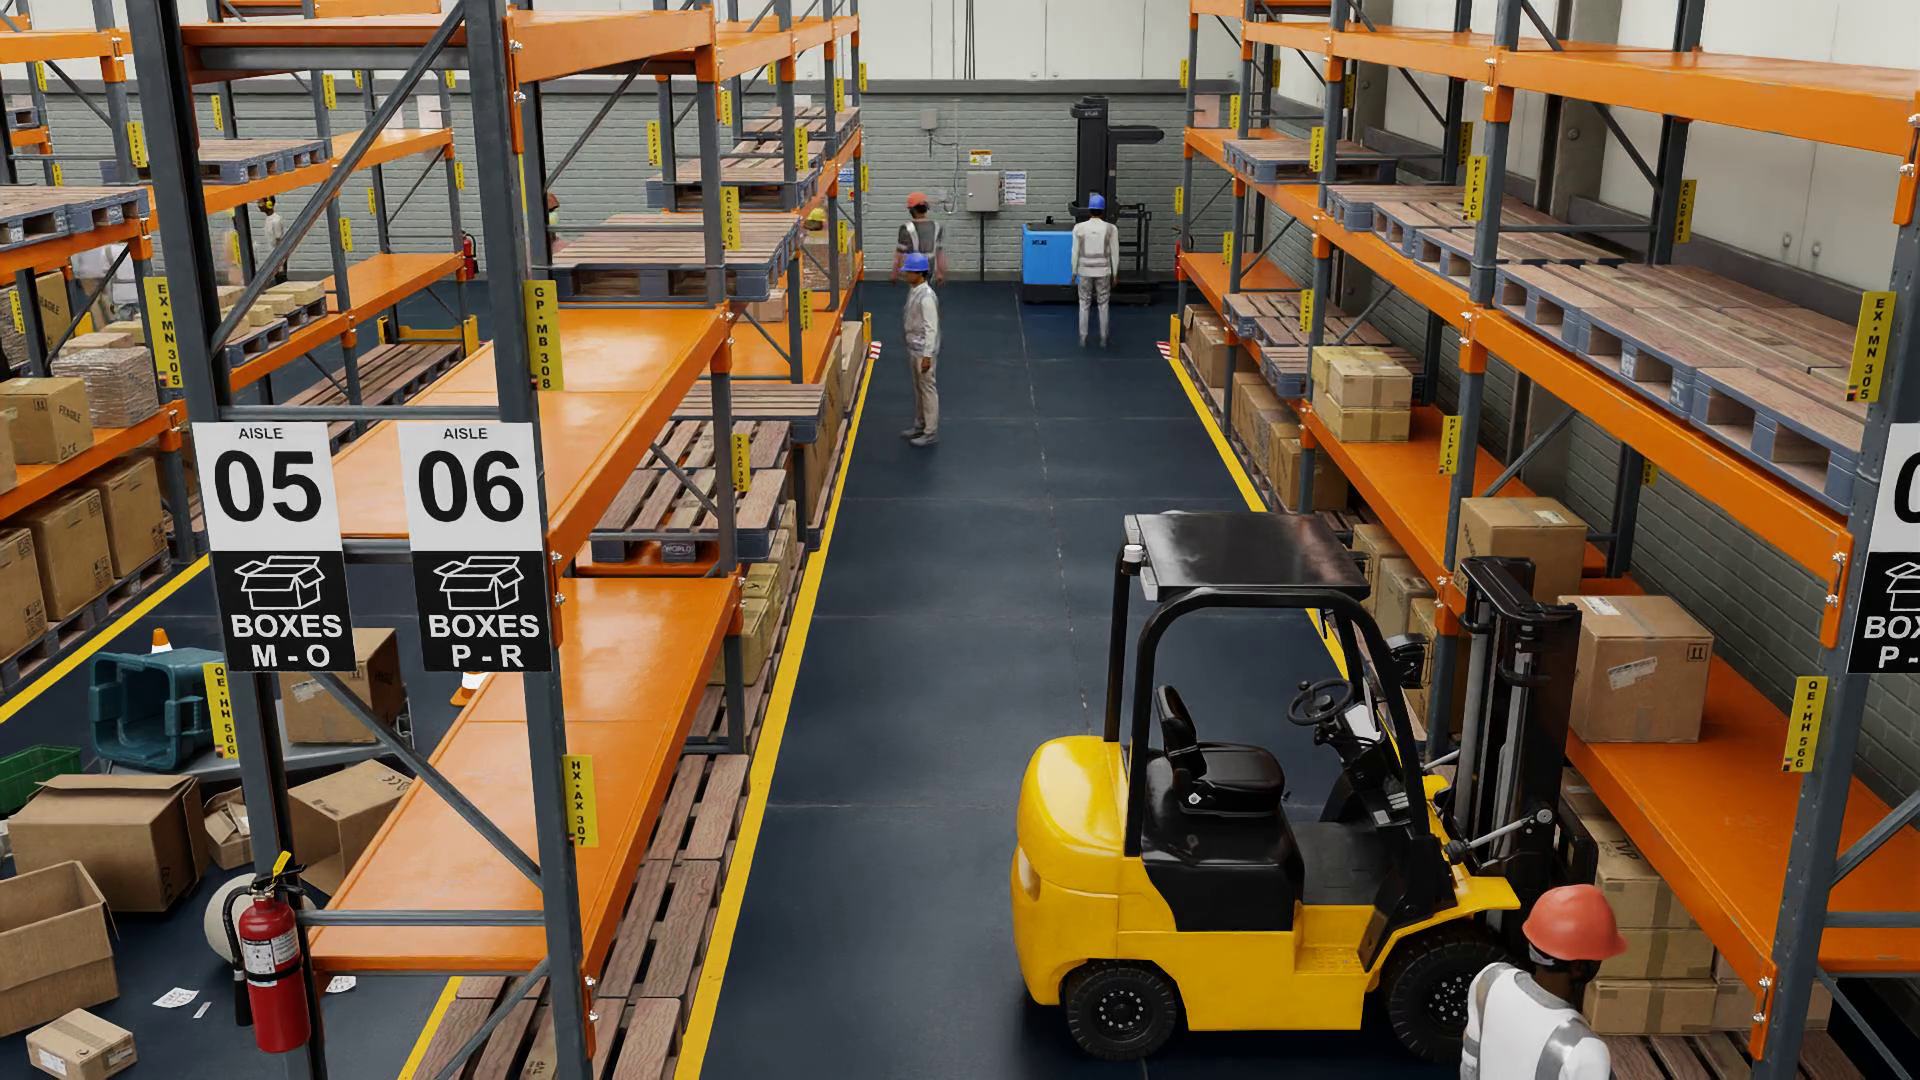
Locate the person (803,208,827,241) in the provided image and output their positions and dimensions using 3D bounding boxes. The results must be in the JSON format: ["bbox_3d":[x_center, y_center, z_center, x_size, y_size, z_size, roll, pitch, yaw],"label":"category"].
[{"bbox_3d":[-1.890,-3.477,21.812,0.324,1.730,0.491,-1,18,-4],"label":"person"}]

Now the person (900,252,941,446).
[{"bbox_3d":[-0.395,-1.921,16.760,0.403,1.948,0.605,-5,19,-15],"label":"person"}]

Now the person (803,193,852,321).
[{"bbox_3d":[-1.733,-3.812,22.592,0.875,1.868,0.664,11,21,29],"label":"person"}]

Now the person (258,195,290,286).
[{"bbox_3d":[-9.258,-3.790,22.564,0.337,1.859,0.503,-12,22,-32],"label":"person"}]

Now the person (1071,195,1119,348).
[{"bbox_3d":[1.733,-3.447,21.376,0.615,1.945,0.404,3,18,8],"label":"person"}]

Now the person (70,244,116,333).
[{"bbox_3d":[-11.516,-3.566,22.056,0.369,1.735,0.590,12,22,33],"label":"person"}]

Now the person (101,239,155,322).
[{"bbox_3d":[-9.758,-2.854,19.619,0.544,1.929,0.389,-7,20,-21],"label":"person"}]

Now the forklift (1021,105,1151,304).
[{"bbox_3d":[1.857,-4.944,24.441,1.873,2.768,1.129,0,18,0],"label":"forklift"}]

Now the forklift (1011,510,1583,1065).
[{"bbox_3d":[1.387,1.055,7.378,2.313,2.155,1.214,0,18,0],"label":"forklift"}]

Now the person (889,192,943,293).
[{"bbox_3d":[-0.587,-3.407,21.151,0.632,2.003,0.894,-13,23,-35],"label":"person"}]

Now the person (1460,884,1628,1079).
[{"bbox_3d":[1.779,1.929,5.137,0.373,1.934,0.551,-7,20,-21],"label":"person"}]

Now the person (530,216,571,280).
[{"bbox_3d":[-5.121,-3.241,21.099,0.635,1.718,0.734,-6,19,-17],"label":"person"}]
